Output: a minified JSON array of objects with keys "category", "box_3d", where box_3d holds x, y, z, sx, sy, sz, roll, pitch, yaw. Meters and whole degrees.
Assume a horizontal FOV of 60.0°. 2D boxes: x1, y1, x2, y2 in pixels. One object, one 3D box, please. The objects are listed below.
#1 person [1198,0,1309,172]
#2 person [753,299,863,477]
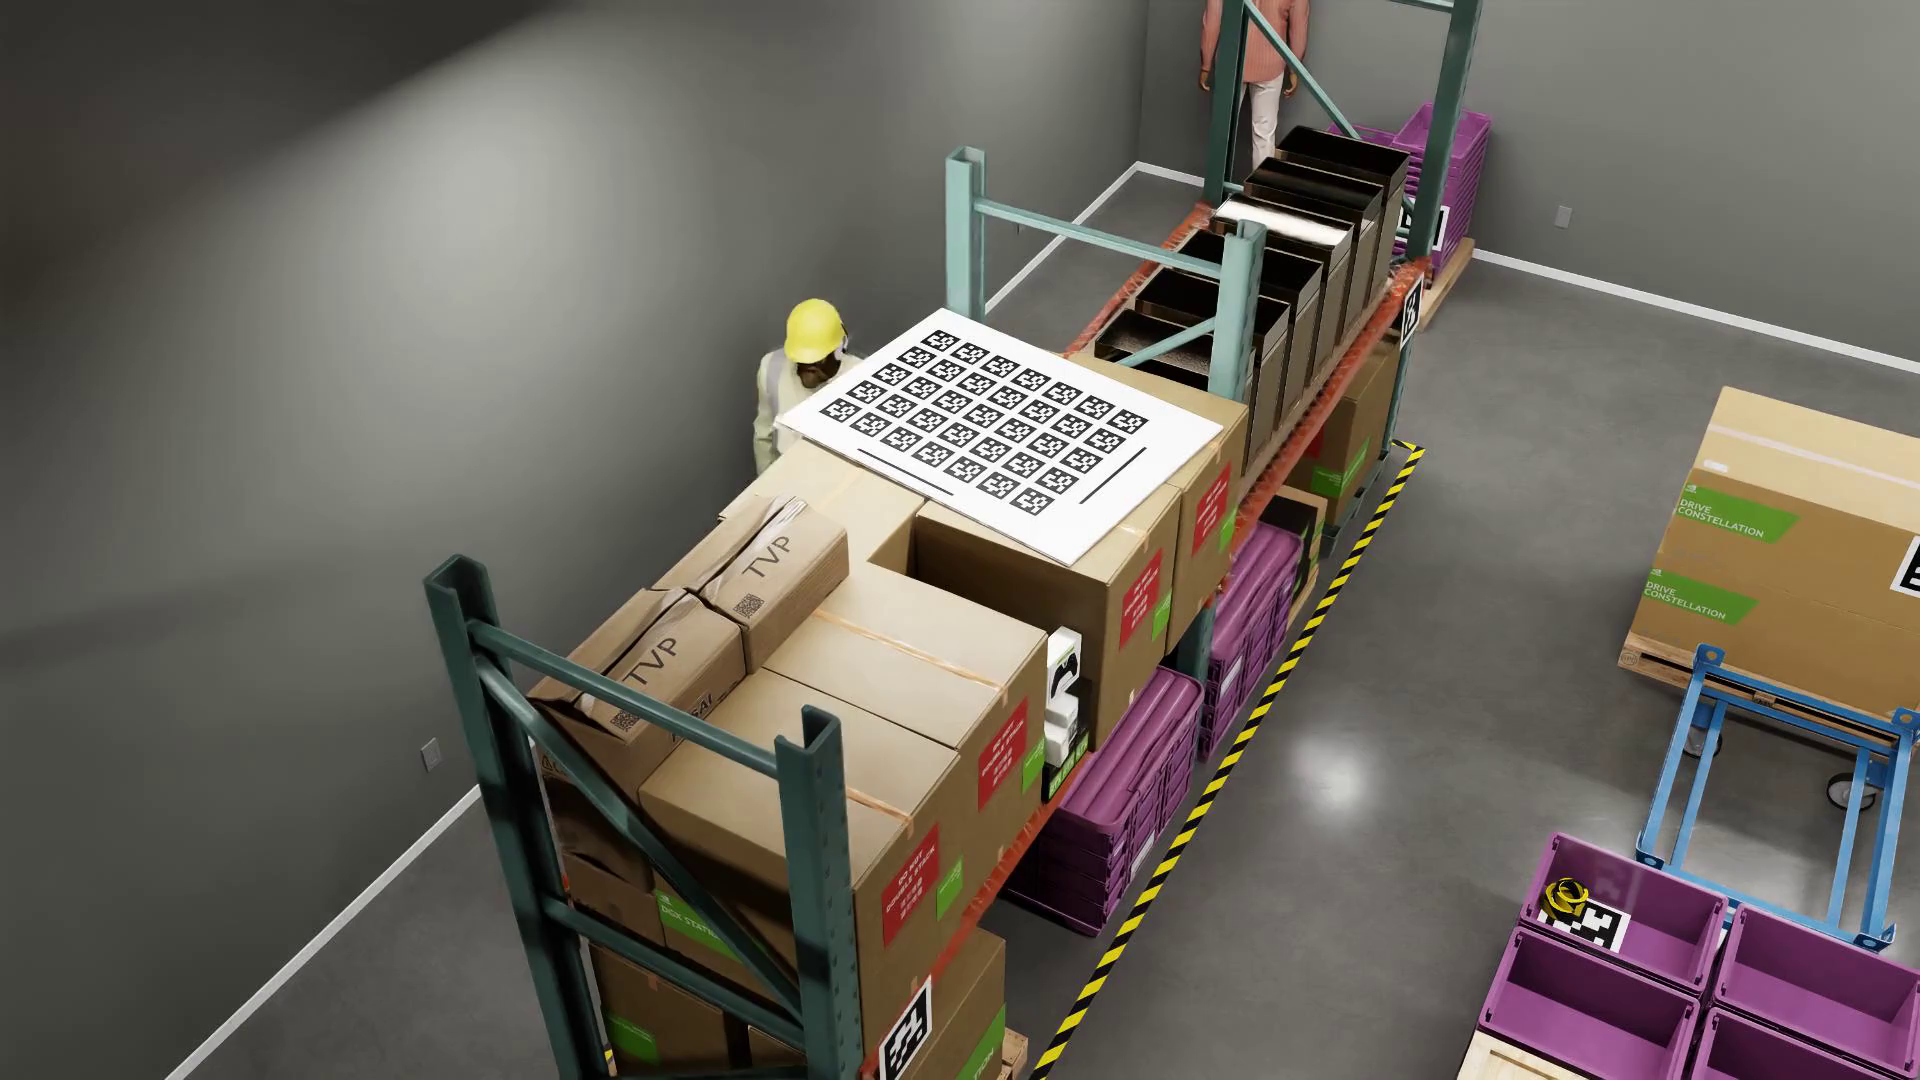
[{"category":"person","box_3d":[1.736,-2.847,9.947,0.622,1.992,0.395,4,40,5]},{"category":"person","box_3d":[-0.565,-0.237,6.972,0.605,1.819,0.416,15,42,17]}]
